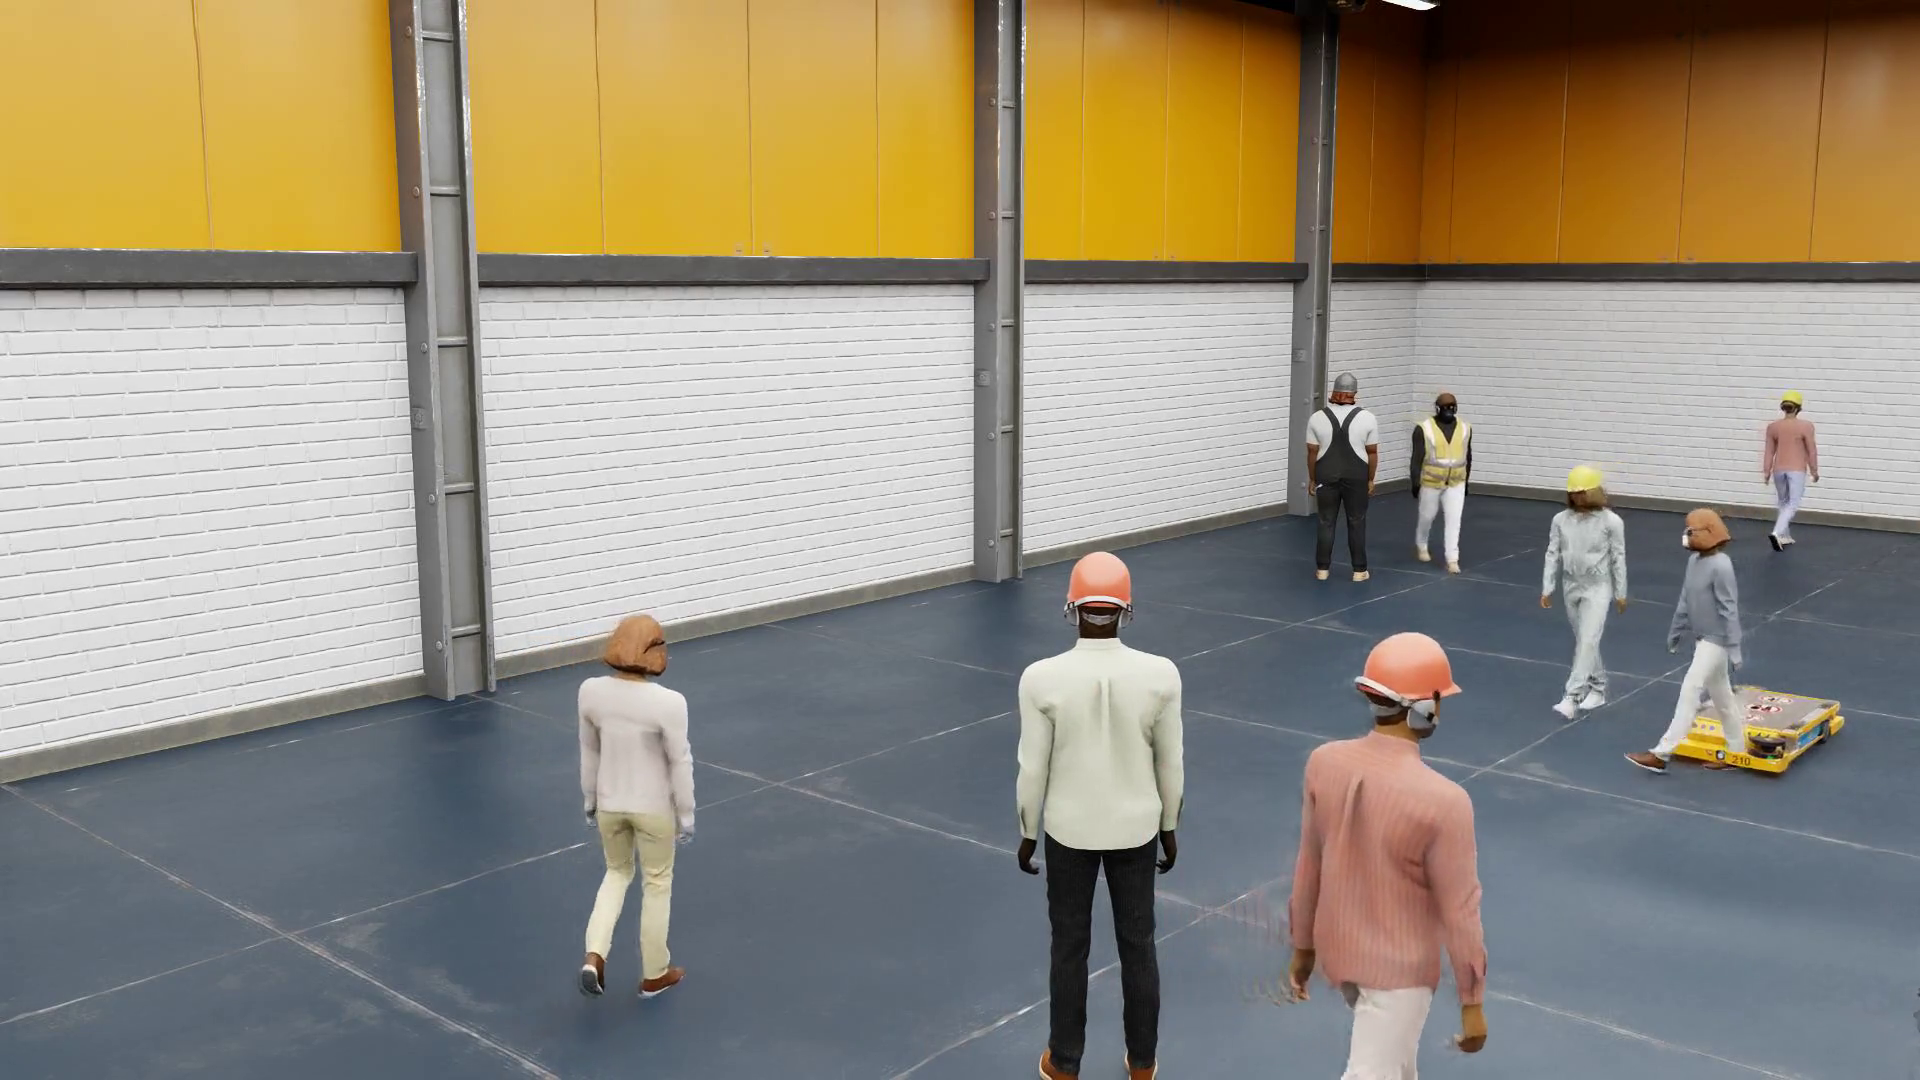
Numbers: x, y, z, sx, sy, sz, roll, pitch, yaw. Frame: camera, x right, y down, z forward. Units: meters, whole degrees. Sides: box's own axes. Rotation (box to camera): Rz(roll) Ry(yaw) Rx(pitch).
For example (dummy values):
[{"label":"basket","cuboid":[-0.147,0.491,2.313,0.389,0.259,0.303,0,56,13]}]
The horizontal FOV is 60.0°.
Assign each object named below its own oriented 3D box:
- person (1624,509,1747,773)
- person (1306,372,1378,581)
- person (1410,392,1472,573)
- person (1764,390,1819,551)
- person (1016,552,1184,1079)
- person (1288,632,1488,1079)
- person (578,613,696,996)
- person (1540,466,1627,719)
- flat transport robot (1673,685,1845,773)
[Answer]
[{"label":"person","cuboid":[4.364,0.612,9.901,0.825,1.588,0.532,1,9,5]},{"label":"person","cuboid":[3.741,-0.622,16.265,0.674,2.000,0.537,3,10,20]},{"label":"person","cuboid":[4.887,-0.612,16.958,0.637,1.806,0.931,0,9,-1]},{"label":"person","cuboid":[8.997,-0.763,18.082,0.788,1.739,0.533,-6,11,-32]},{"label":"person","cuboid":[0.503,1.032,6.019,0.610,1.996,0.378,-1,9,-5]},{"label":"person","cuboid":[1.229,1.235,4.910,1.029,1.950,0.644,-5,10,-30]},{"label":"person","cuboid":[-1.324,1.098,6.754,0.525,1.620,0.456,3,10,19]},{"label":"person","cuboid":[4.152,0.355,11.184,0.913,1.691,0.488,-8,12,-40]},{"label":"flat transport robot","cuboid":[5.059,1.172,10.537,0.652,0.197,1.431,8,12,41]}]
